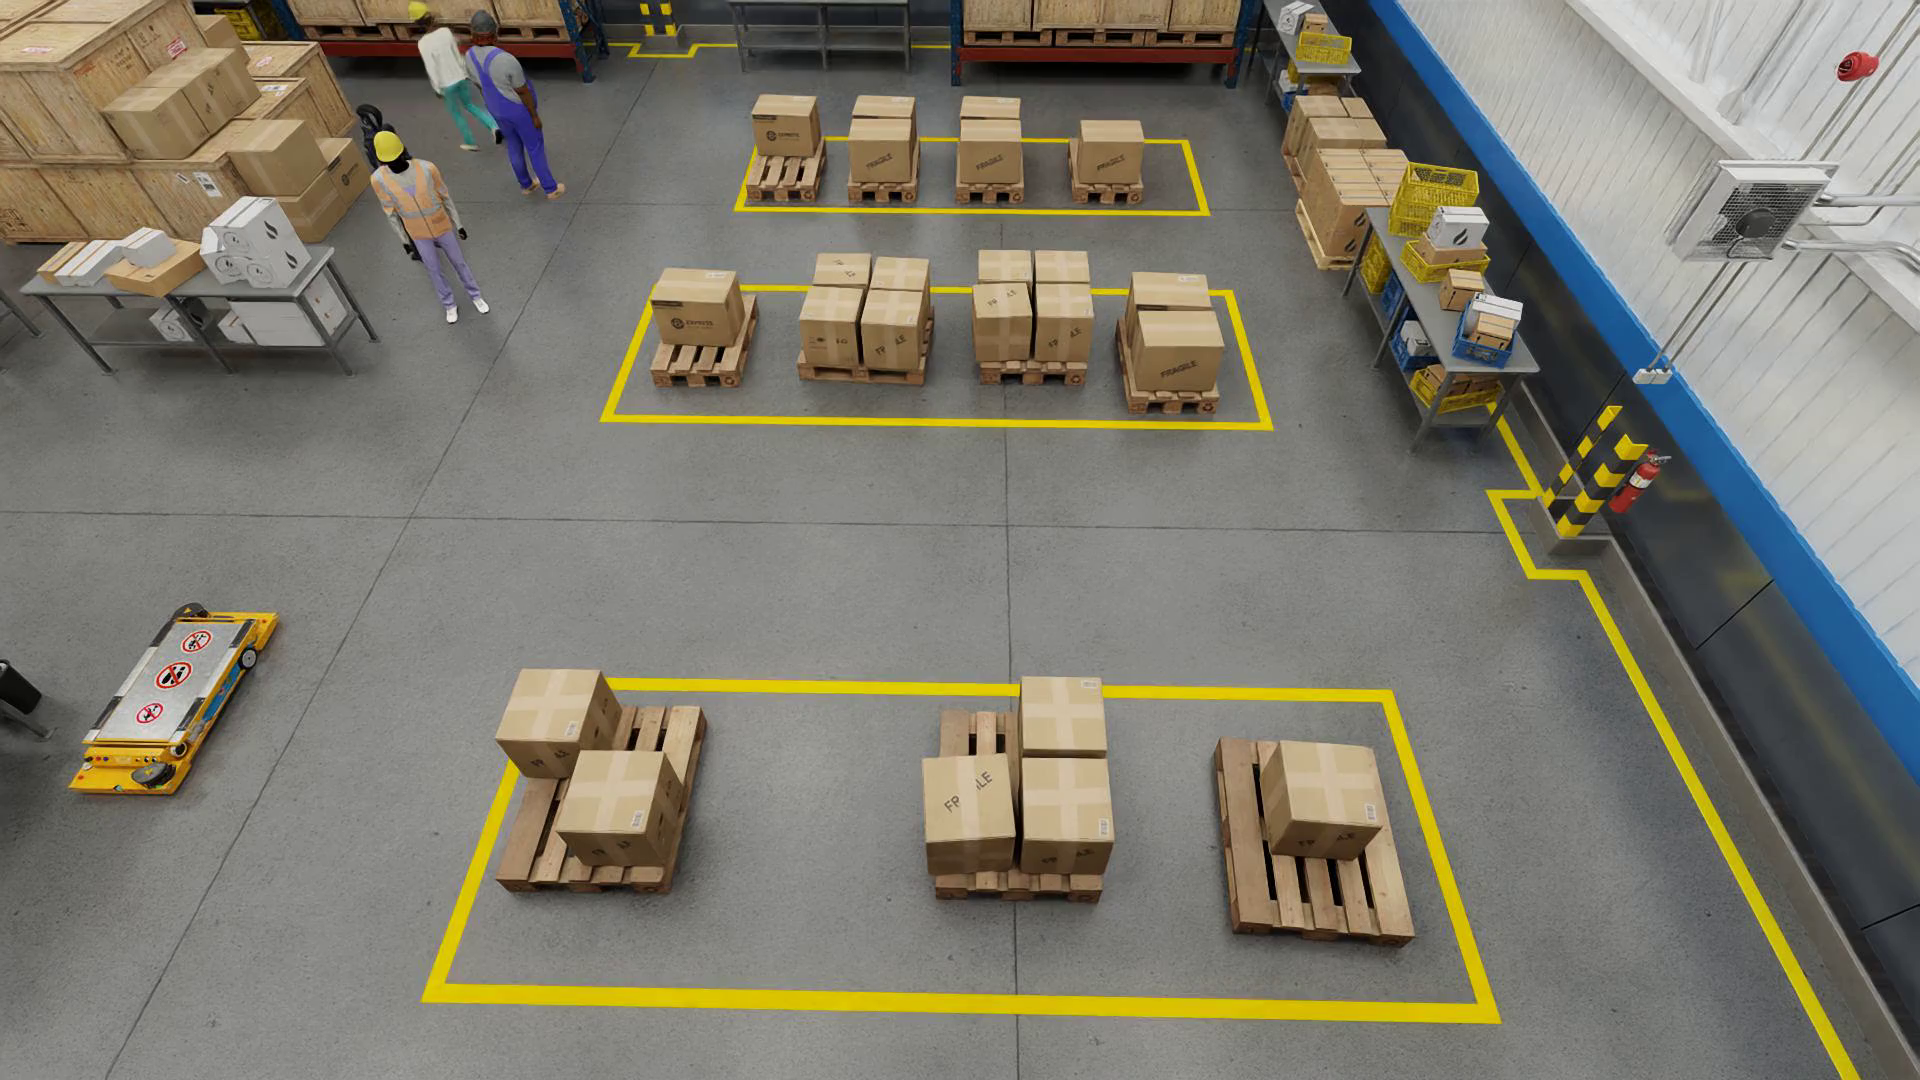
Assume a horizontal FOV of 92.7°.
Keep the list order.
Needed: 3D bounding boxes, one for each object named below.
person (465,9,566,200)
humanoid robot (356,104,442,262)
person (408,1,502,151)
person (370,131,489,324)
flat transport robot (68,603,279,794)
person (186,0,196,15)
[{"bbox_3d":[-5.015,-4.883,10.339,0.685,2.000,0.536,17,52,14],"label":"person"},{"bbox_3d":[-5.883,-3.736,9.604,0.350,1.646,0.576,4,50,3],"label":"humanoid robot"},{"bbox_3d":[-6.134,-5.568,11.114,0.534,1.739,0.527,20,53,16],"label":"person"},{"bbox_3d":[-5.097,-2.993,8.815,0.589,1.923,0.378,-24,54,-19],"label":"person"},{"bbox_3d":[-5.504,1.072,6.442,0.652,0.197,1.431,1,50,1],"label":"flat transport robot"},{"bbox_3d":[-10.324,-6.865,12.062,0.430,1.977,0.607,13,51,11],"label":"person"}]
